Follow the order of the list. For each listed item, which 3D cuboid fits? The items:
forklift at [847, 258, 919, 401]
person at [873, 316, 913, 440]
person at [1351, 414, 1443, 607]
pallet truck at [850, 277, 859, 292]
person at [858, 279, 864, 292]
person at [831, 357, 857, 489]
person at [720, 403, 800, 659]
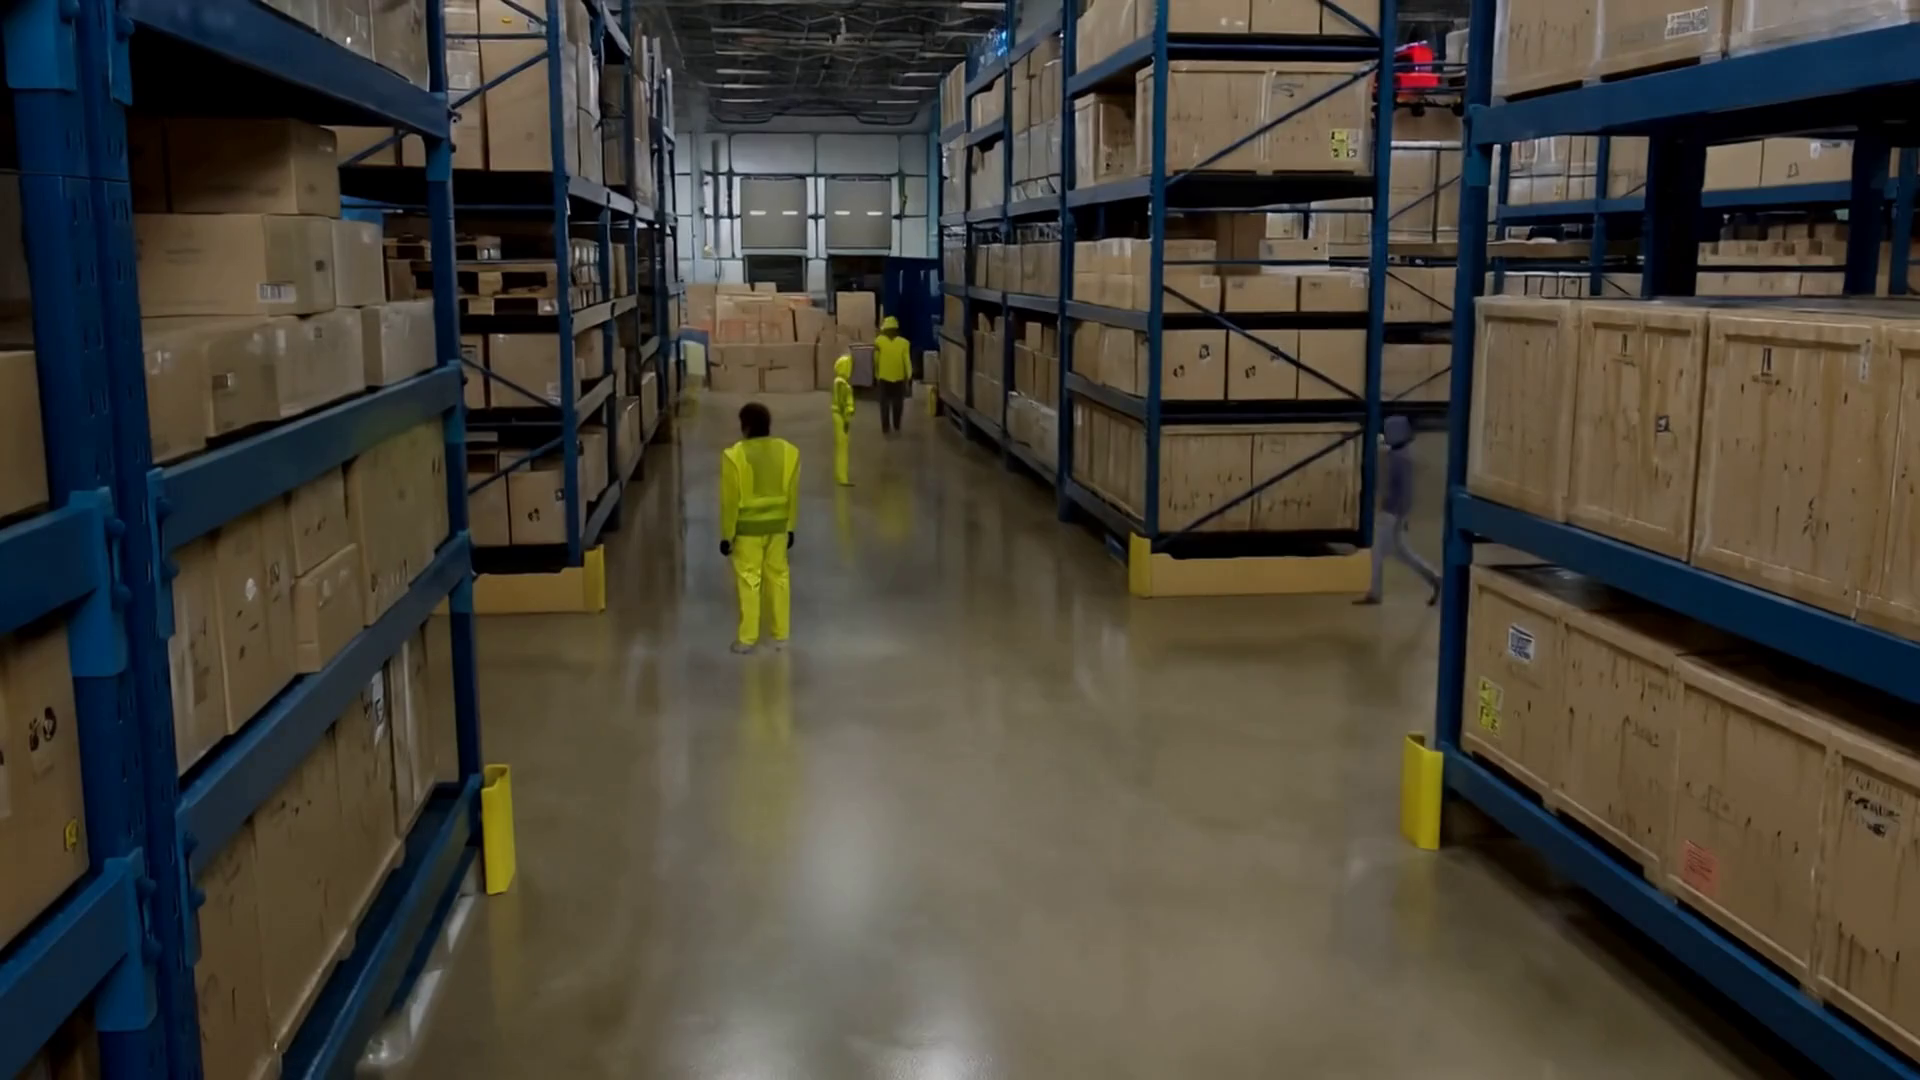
[{"bbox_3d":[-1.228,-4.208,33.066,1.873,2.768,1.129,-7,12,-36],"label":"forklift"},{"bbox_3d":[-1.065,-2.587,26.398,0.619,1.940,1.056,-1,10,-4],"label":"person"},{"bbox_3d":[3.616,-0.229,13.595,0.696,1.608,0.508,-1,10,-4],"label":"person"},{"bbox_3d":[-3.782,-9.391,65.808,1.885,1.965,0.823,2,10,10],"label":"pallet truck"},{"bbox_3d":[-3.982,-9.565,67.126,0.986,1.901,0.564,2,10,13],"label":"person"},{"bbox_3d":[-1.448,-1.454,20.642,0.308,1.639,0.510,-1,10,-6],"label":"person"},{"bbox_3d":[-1.462,-0.069,11.992,0.627,1.844,0.429,-7,12,-37],"label":"person"}]
